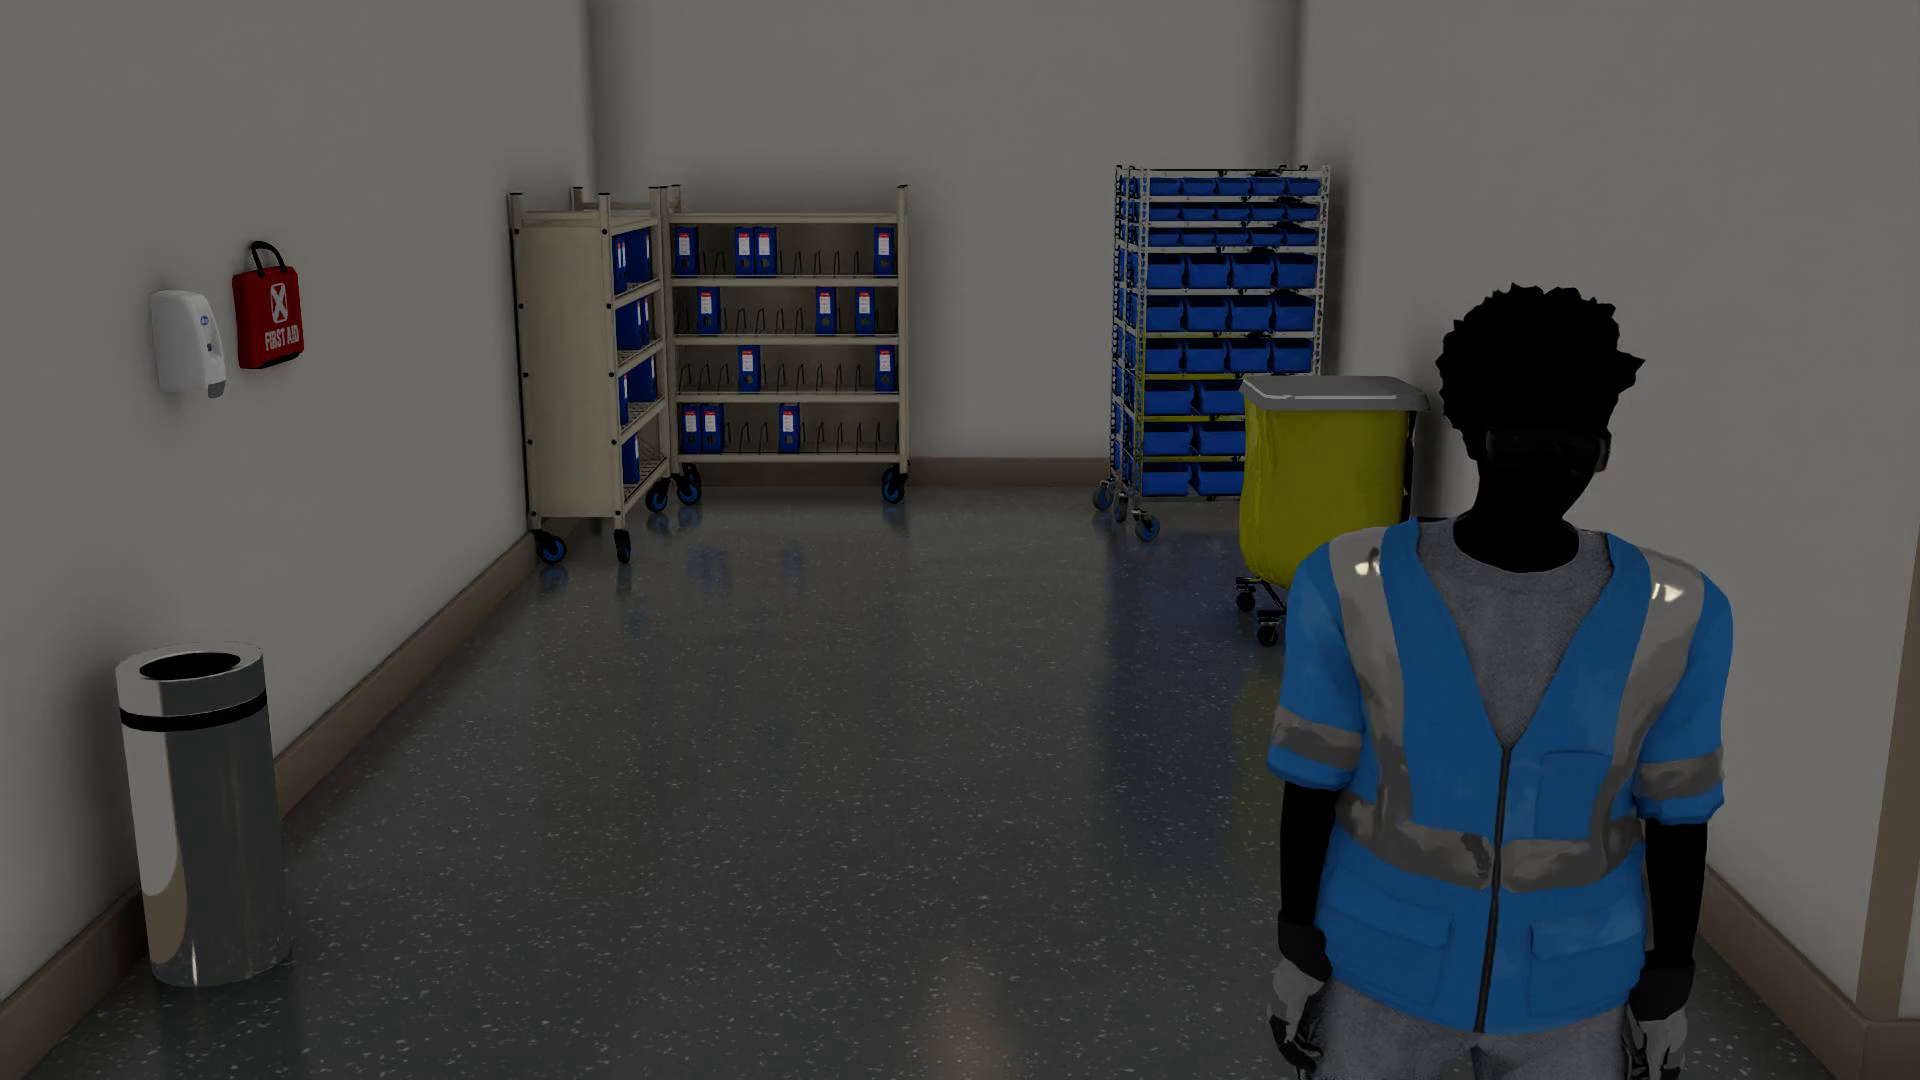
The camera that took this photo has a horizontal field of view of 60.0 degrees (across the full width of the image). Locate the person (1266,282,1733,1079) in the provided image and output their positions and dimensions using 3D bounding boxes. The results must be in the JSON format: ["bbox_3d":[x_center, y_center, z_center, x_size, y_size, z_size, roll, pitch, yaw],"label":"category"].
[{"bbox_3d":[0.641,0.533,2.061,0.536,1.694,0.319,3,13,11],"label":"person"}]
